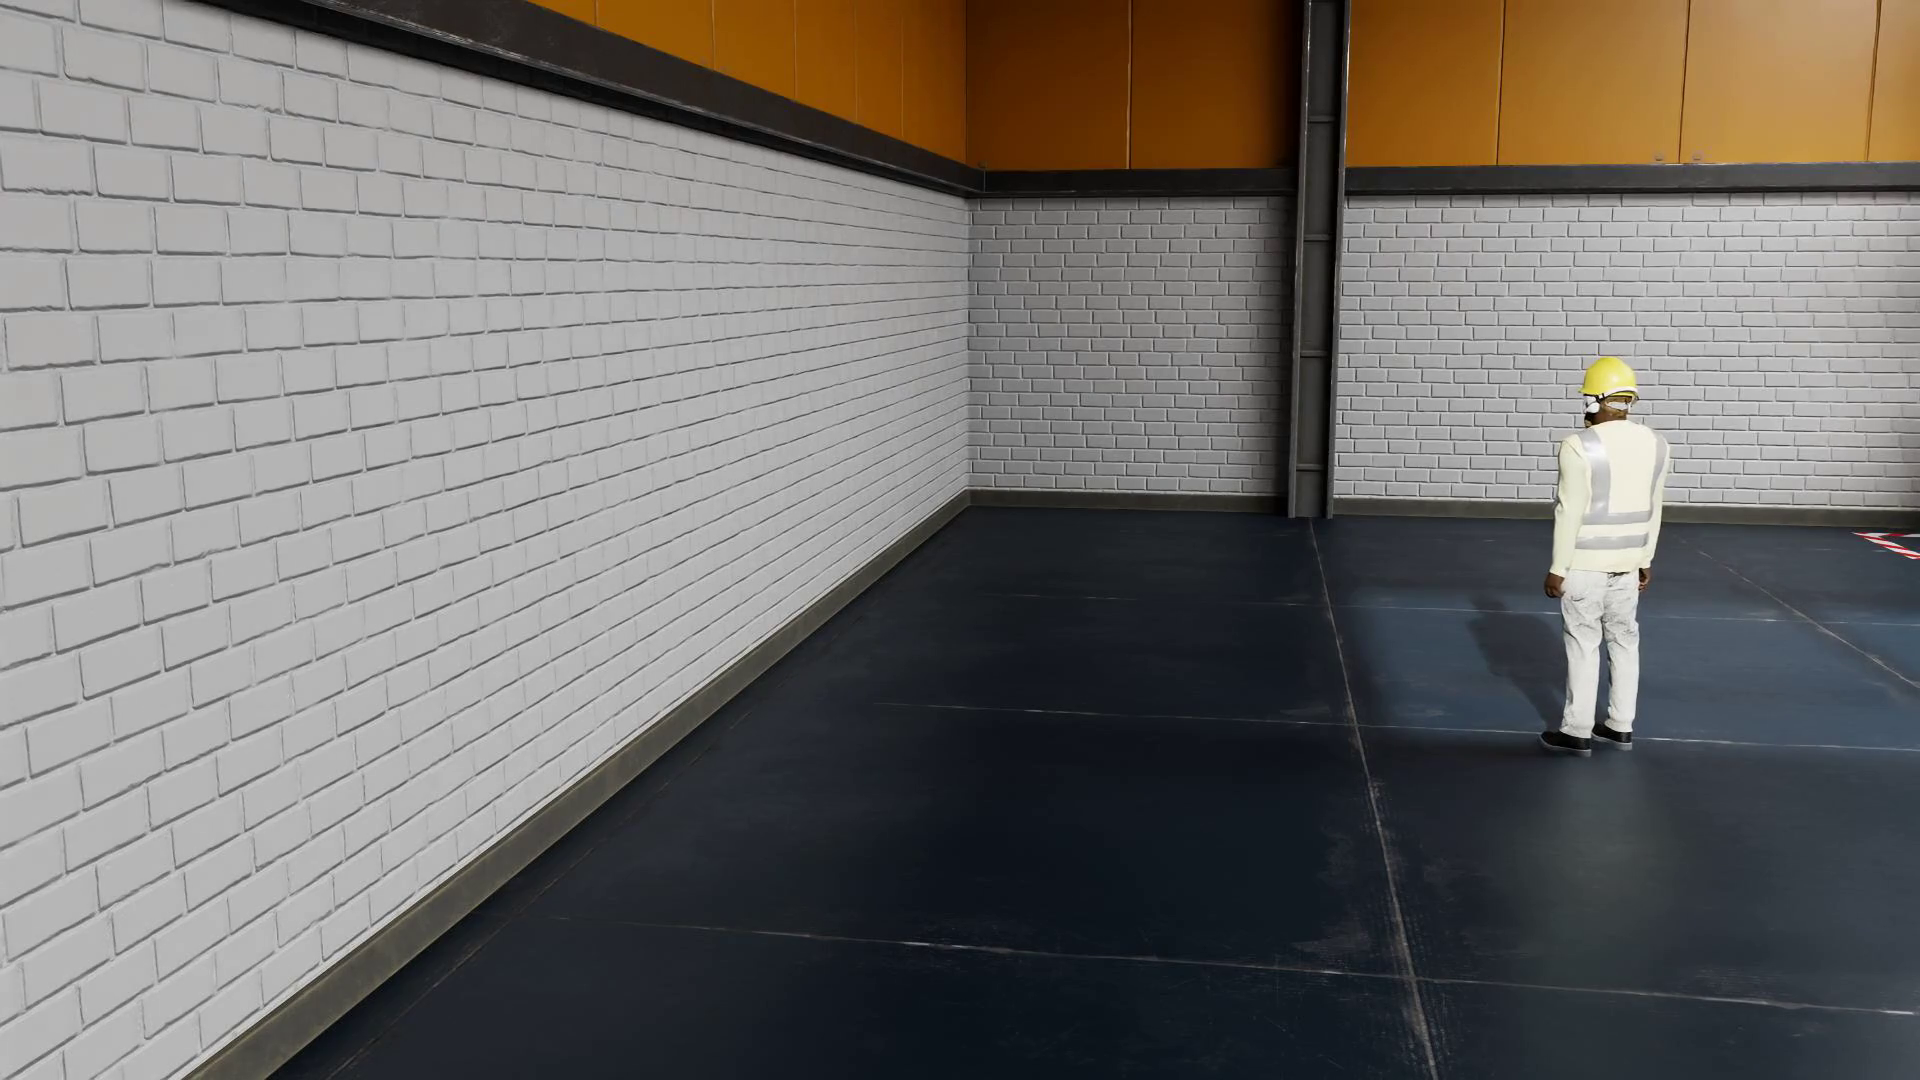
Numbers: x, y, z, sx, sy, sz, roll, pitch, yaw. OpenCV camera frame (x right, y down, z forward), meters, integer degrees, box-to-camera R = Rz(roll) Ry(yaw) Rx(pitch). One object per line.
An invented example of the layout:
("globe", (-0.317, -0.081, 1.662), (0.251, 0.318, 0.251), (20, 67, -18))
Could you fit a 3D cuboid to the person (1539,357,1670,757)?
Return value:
("person", (2.933, 0.079, 7.637), (0.602, 1.830, 0.404), (-4, 10, -22))
